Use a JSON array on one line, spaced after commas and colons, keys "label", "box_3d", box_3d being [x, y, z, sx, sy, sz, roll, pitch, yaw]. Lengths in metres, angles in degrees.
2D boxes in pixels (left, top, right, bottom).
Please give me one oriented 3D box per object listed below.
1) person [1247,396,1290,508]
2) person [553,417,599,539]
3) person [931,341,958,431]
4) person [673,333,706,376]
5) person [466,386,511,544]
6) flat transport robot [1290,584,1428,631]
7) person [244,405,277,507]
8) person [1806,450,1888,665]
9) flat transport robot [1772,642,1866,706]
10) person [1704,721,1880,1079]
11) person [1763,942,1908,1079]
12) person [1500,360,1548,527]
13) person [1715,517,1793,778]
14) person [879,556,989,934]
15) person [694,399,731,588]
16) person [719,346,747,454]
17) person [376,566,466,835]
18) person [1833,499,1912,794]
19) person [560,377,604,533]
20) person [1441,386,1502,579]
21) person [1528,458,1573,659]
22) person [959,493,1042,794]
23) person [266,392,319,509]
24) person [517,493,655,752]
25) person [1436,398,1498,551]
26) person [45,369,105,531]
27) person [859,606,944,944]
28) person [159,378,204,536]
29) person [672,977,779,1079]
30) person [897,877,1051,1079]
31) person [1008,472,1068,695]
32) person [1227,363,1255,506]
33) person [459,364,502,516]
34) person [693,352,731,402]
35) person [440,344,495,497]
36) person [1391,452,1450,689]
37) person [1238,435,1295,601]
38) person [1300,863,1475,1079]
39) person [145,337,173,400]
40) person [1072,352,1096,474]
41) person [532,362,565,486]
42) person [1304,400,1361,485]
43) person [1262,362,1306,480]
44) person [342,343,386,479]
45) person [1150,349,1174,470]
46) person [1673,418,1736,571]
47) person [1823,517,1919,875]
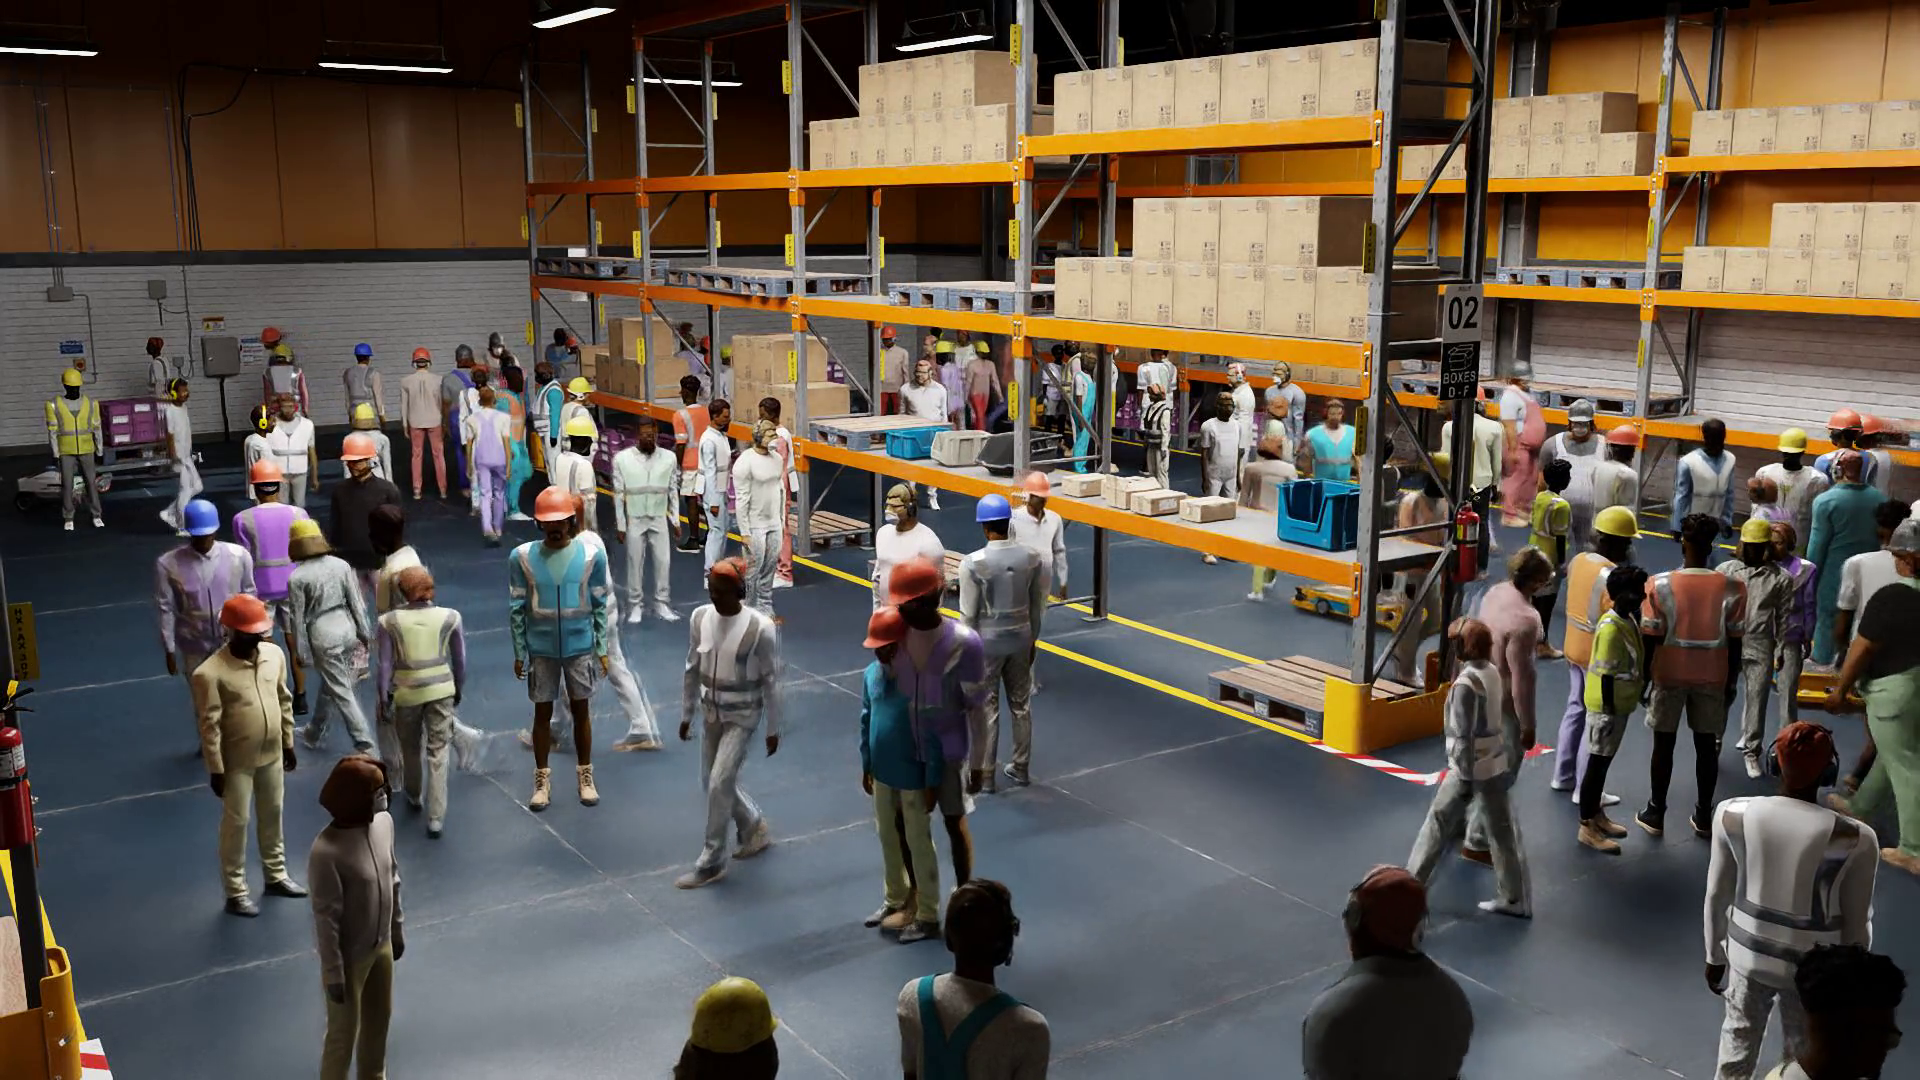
[{"label": "person", "box_3d": [3.659, -0.903, 19.589, 0.710, 1.603, 0.503, 1, 11, 6]}, {"label": "person", "box_3d": [-3.402, -0.141, 14.879, 0.383, 1.923, 0.588, -9, 14, -39]}, {"label": "person", "box_3d": [-0.274, -1.926, 24.056, 0.592, 1.907, 0.596, 3, 12, 16]}, {"label": "person", "box_3d": [-4.100, -2.160, 25.172, 0.630, 1.940, 0.373, -1, 11, -4]}, {"label": "person", "box_3d": [-5.338, -0.838, 18.840, 0.529, 1.792, 0.916, -2, 11, -12]}, {"label": "flat transport robot", "box_3d": [3.808, 0.593, 15.358, 0.652, 0.197, 1.431, -8, 14, -36]}, {"label": "person", "box_3d": [-6.856, -0.409, 16.432, 0.347, 1.855, 0.532, -9, 14, -38]}, {"label": "person", "box_3d": [6.846, 0.241, 12.972, 0.642, 1.906, 0.407, -3, 11, -14]}, {"label": "flat transport robot", "box_3d": [6.757, 1.020, 13.176, 0.652, 0.197, 1.431, 3, 11, 13]}, {"label": "person", "box_3d": [3.045, 1.586, 6.170, 0.569, 1.878, 0.351, 11, 15, 43]}, {"label": "person", "box_3d": [2.059, 1.952, 4.144, 0.513, 1.940, 0.680, 7, 13, 34]}, {"label": "person", "box_3d": [6.724, -1.149, 19.734, 0.626, 2.000, 0.710, 9, 14, 38]}, {"label": "person", "box_3d": [5.195, 0.708, 10.993, 0.483, 1.745, 0.305, 6, 12, 27]}, {"label": "person", "box_3d": [-0.150, 1.063, 8.485, 0.644, 2.014, 0.473, 5, 12, 26]}, {"label": "person", "box_3d": [-2.428, -0.455, 16.540, 0.404, 1.906, 0.598, 0, 11, 2]}, {"label": "person", "box_3d": [-3.424, -2.055, 25.113, 0.426, 1.740, 0.542, 4, 12, 19]}, {"label": "person", "box_3d": [-3.279, 0.940, 10.148, 0.526, 1.600, 0.770, -4, 12, -20]}, {"label": "person", "box_3d": [5.908, 0.693, 10.612, 0.909, 1.922, 0.601, -7, 13, -32]}, {"label": "person", "box_3d": [-4.429, -0.984, 19.420, 0.404, 1.832, 0.592, -8, 14, -37]}, {"label": "person", "box_3d": [5.205, -0.590, 17.000, 0.612, 1.990, 0.392, 2, 11, 10]}, {"label": "person", "box_3d": [4.948, 0.152, 13.980, 0.322, 1.689, 0.530, 0, 11, -1]}, {"label": "person", "box_3d": [0.248, 0.664, 10.703, 0.602, 1.943, 0.393, -6, 13, -29]}, {"label": "person", "box_3d": [-7.236, -0.690, 17.944, 0.597, 1.821, 0.456, -7, 13, -31]}, {"label": "person", "box_3d": [-2.576, 0.575, 11.449, 0.984, 1.824, 0.582, 1, 11, 4]}, {"label": "person", "box_3d": [5.435, -0.702, 18.126, 0.984, 1.786, 0.527, 3, 11, 13]}, {"label": "person", "box_3d": [-10.422, -1.065, 19.638, 0.584, 1.917, 0.405, -8, 14, -37]}, {"label": "person", "box_3d": [-0.321, 1.186, 8.563, 0.575, 1.738, 0.351, 11, 15, 43]}, {"label": "person", "box_3d": [-9.008, -0.948, 19.190, 0.460, 1.851, 0.548, -1, 11, -5]}, {"label": "person", "box_3d": [-0.612, 1.996, 4.433, 0.480, 1.732, 0.355, 6, 12, 28]}, {"label": "person", "box_3d": [0.042, 1.870, 4.822, 0.501, 1.839, 0.343, 8, 14, 36]}, {"label": "person", "box_3d": [0.607, 0.332, 12.919, 0.597, 1.731, 0.568, -7, 13, -33]}, {"label": "person", "box_3d": [3.409, -1.228, 20.513, 0.400, 1.901, 0.647, 0, 11, 2]}, {"label": "person", "box_3d": [-5.886, -1.232, 20.563, 0.575, 1.883, 0.355, -2, 11, -12]}, {"label": "person", "box_3d": [-3.590, -1.852, 24.064, 0.564, 1.752, 0.338, -3, 11, -15]}, {"label": "person", "box_3d": [-6.513, -1.585, 21.965, 0.692, 2.000, 0.536, -6, 13, -29]}, {"label": "person", "box_3d": [3.643, 0.237, 13.027, 0.594, 1.896, 0.491, -7, 13, -34]}, {"label": "person", "box_3d": [2.996, -0.237, 16.243, 0.574, 1.565, 0.863, 1, 11, 7]}, {"label": "person", "box_3d": [1.141, 1.864, 4.828, 0.714, 1.849, 0.835, -6, 12, -27]}, {"label": "person", "box_3d": [-12.064, -2.115, 25.082, 0.355, 1.884, 0.574, -3, 12, -17]}, {"label": "person", "box_3d": [1.725, -1.679, 22.964, 0.346, 1.841, 0.506, 4, 12, 17]}, {"label": "person", "box_3d": [-5.298, -1.381, 21.475, 0.429, 1.831, 0.635, -5, 12, -25]}, {"label": "person", "box_3d": [3.907, -0.566, 17.373, 0.595, 1.792, 0.962, -2, 11, -8]}, {"label": "person", "box_3d": [3.965, -1.229, 20.444, 0.367, 1.932, 0.623, -9, 14, -38]}, {"label": "person", "box_3d": [-8.273, -1.766, 23.164, 0.604, 1.939, 0.415, 4, 12, 18]}, {"label": "person", "box_3d": [2.907, -1.935, 23.992, 0.384, 1.948, 0.605, 2, 11, 12]}, {"label": "person", "box_3d": [6.752, -0.191, 15.213, 0.614, 1.892, 0.712, -4, 12, -21]}, {"label": "person", "box_3d": [5.370, 0.828, 9.617, 0.701, 2.000, 0.978, -4, 12, -20]}]
